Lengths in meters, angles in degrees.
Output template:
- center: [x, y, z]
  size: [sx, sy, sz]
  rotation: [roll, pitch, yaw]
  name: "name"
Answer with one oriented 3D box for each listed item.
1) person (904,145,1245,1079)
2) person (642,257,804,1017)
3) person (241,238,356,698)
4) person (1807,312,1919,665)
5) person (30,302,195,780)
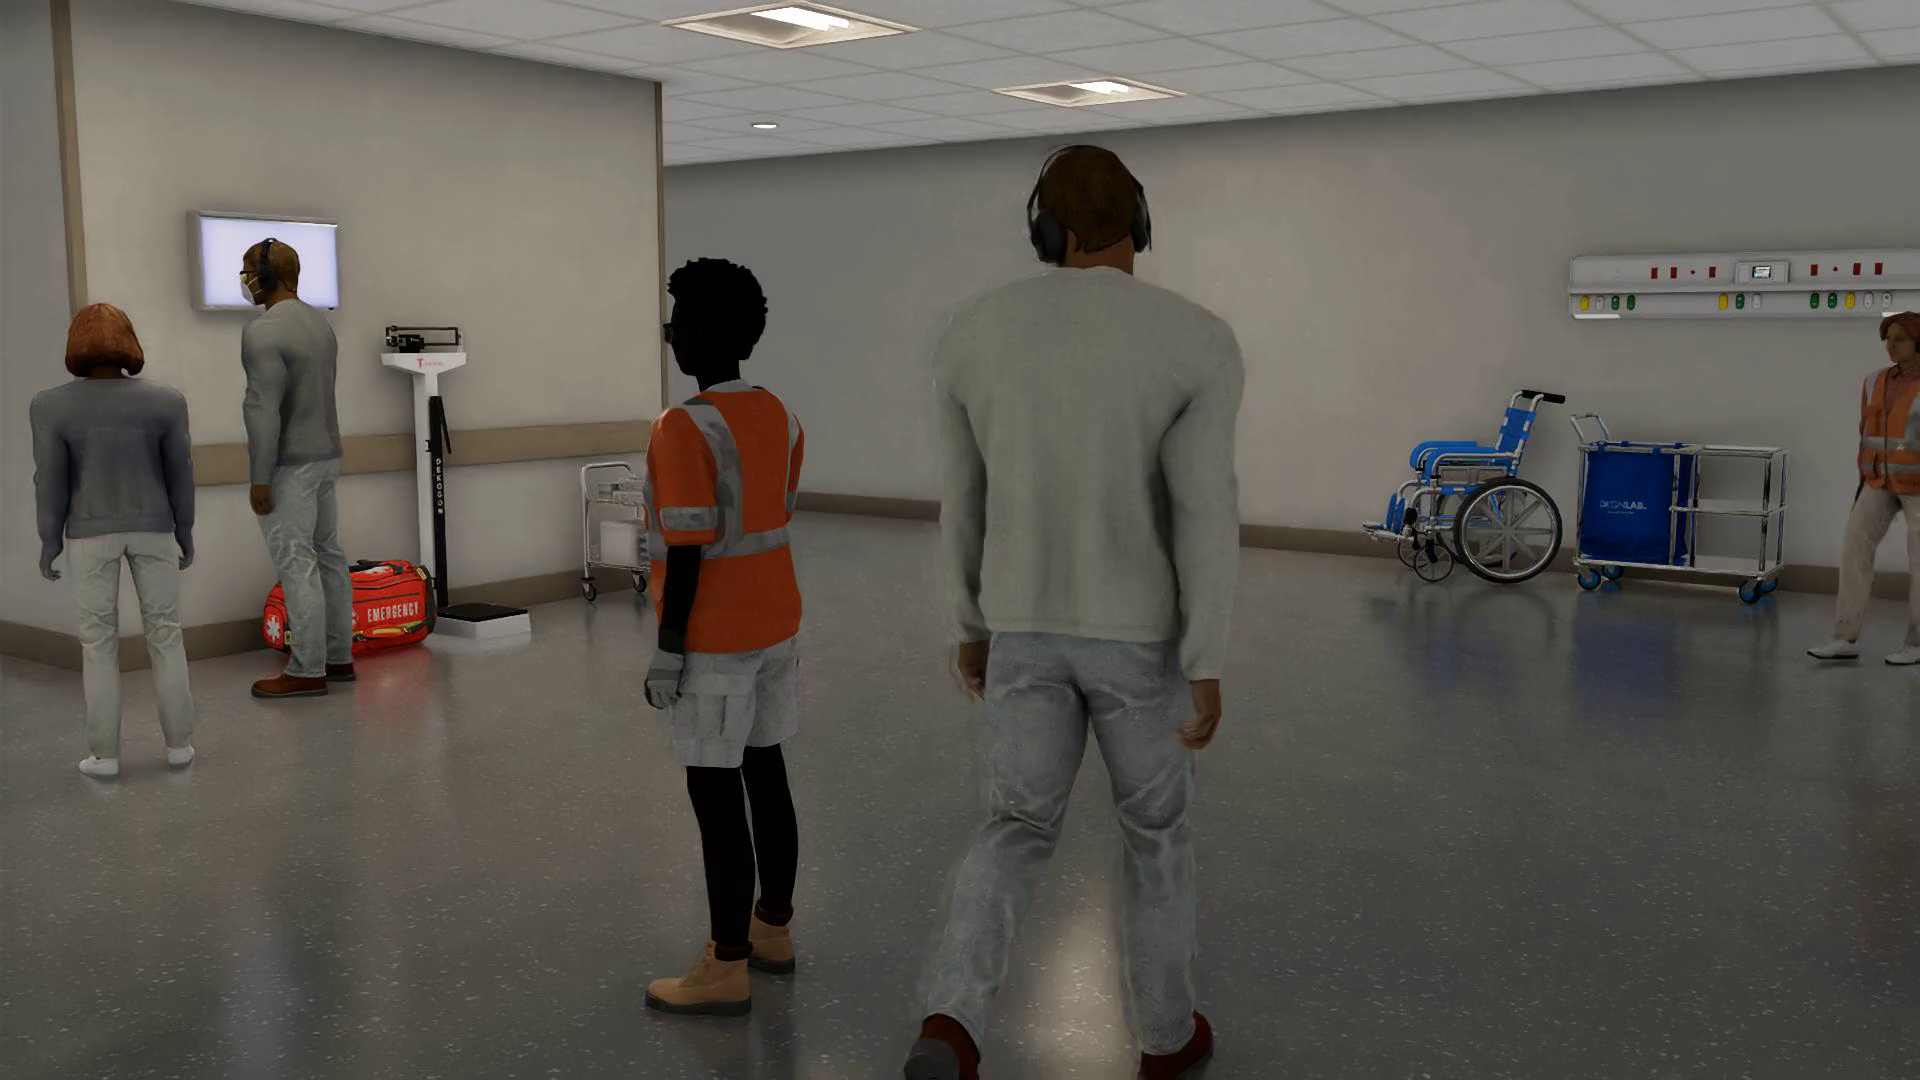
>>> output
- center: [0.203, 0.197, 3.149]
  size: [0.638, 1.905, 0.824]
  rotation: [3, 8, 23]
  name: "person"
- center: [-0.538, 0.217, 3.780]
  size: [0.318, 1.697, 0.533]
  rotation: [3, 8, 20]
  name: "person"
- center: [-2.822, -0.301, 7.044]
  size: [0.378, 1.931, 0.625]
  rotation: [0, 7, 3]
  name: "person"
- center: [4.207, -0.219, 7.562]
  size: [0.674, 1.614, 0.540]
  rotation: [-3, 8, -21]
  name: "person"
- center: [-2.896, 0.006, 5.728]
  size: [0.498, 1.633, 0.282]
  rotation: [-5, 9, -34]
  name: "person"
